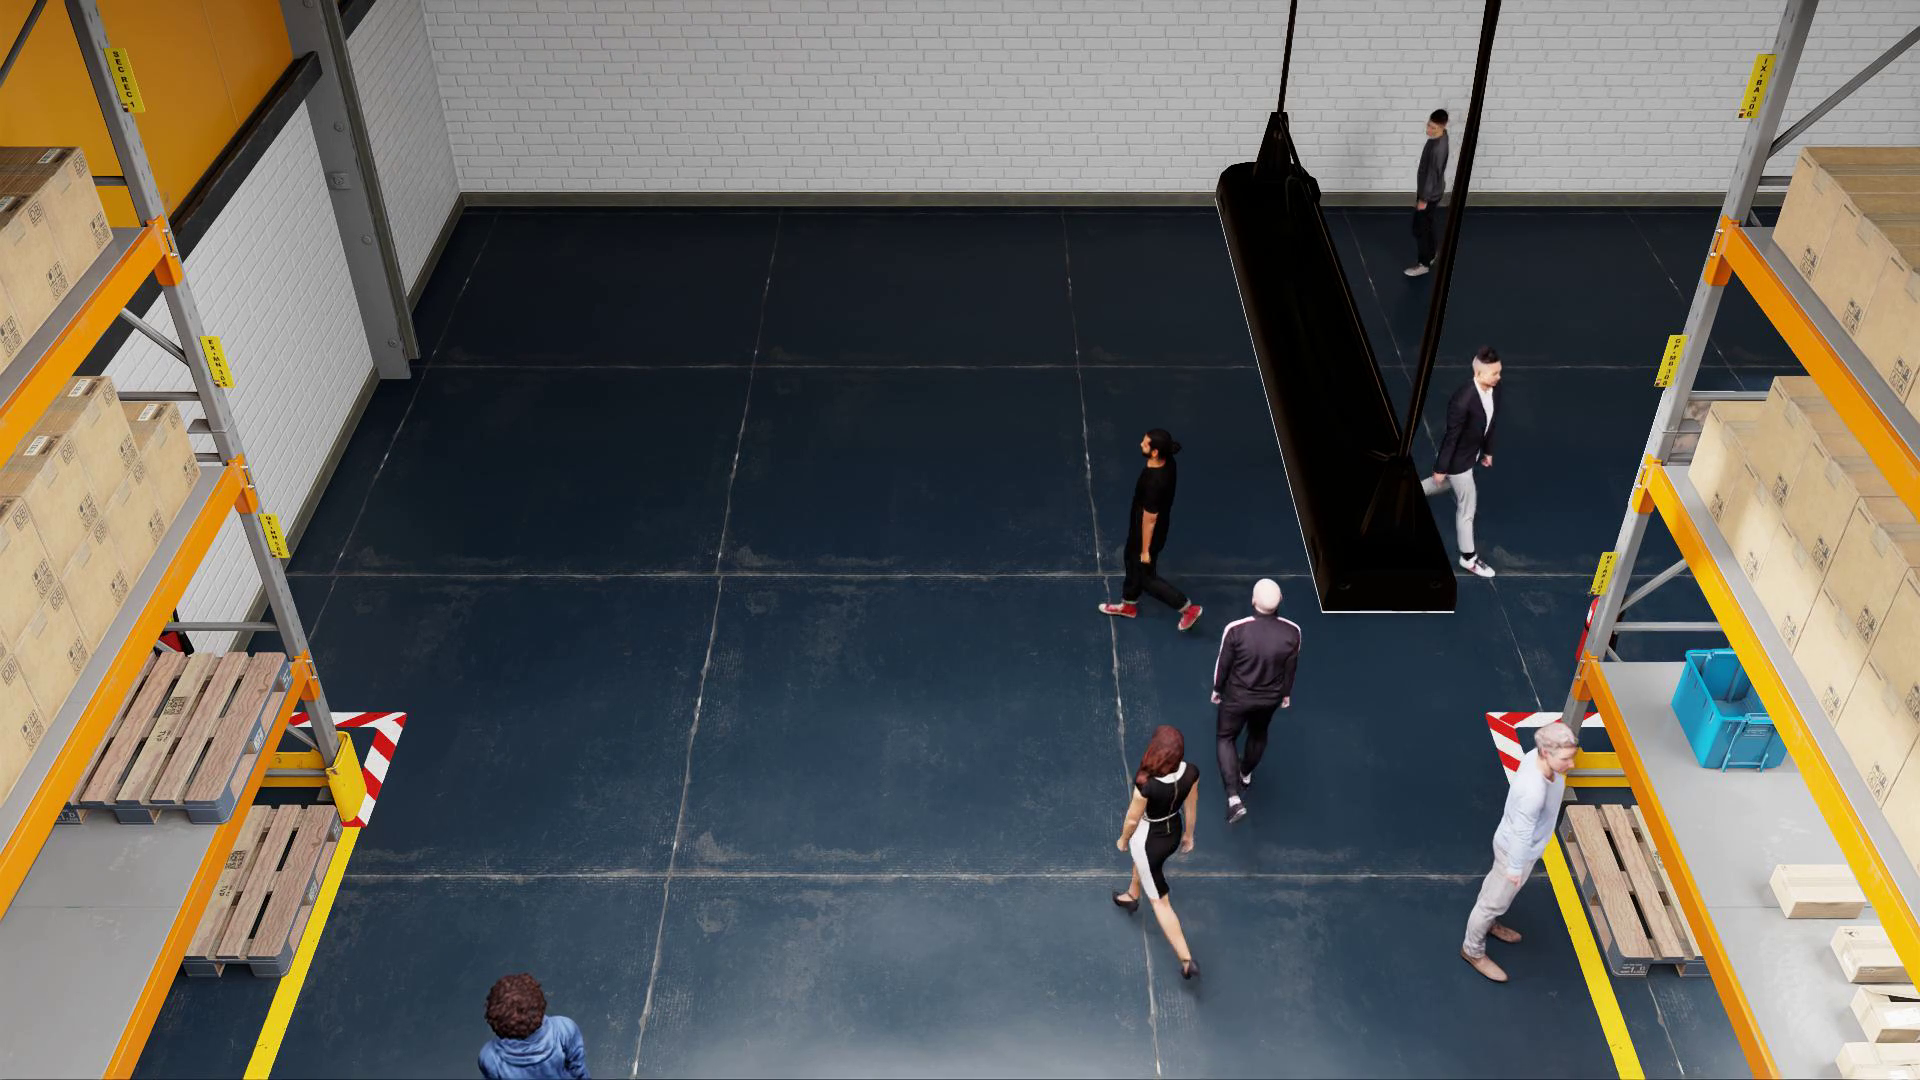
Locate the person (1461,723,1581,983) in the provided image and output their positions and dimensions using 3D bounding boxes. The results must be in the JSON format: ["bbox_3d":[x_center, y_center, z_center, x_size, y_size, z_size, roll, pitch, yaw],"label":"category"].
[{"bbox_3d":[3.237,1.756,9.613,0.808,1.889,0.700,22,43,25],"label":"person"}]

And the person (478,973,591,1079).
[{"bbox_3d":[-2.102,2.808,8.358,0.762,1.811,0.746,-18,42,-21],"label":"person"}]

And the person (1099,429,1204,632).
[{"bbox_3d":[1.439,-0.048,11.991,0.870,1.740,1.030,10,40,12],"label":"person"}]

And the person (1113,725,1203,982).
[{"bbox_3d":[1.183,1.833,9.623,0.972,1.756,1.179,-22,43,-25],"label":"person"}]

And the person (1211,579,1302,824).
[{"bbox_3d":[1.877,1.058,10.546,0.651,1.815,0.989,0,39,0],"label":"person"}]

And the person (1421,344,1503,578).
[{"bbox_3d":[3.735,-0.708,12.685,1.272,1.906,1.326,-31,48,-33],"label":"person"}]

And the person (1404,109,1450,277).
[{"bbox_3d":[4.618,-3.409,16.200,0.930,1.740,0.624,17,42,20],"label":"person"}]
